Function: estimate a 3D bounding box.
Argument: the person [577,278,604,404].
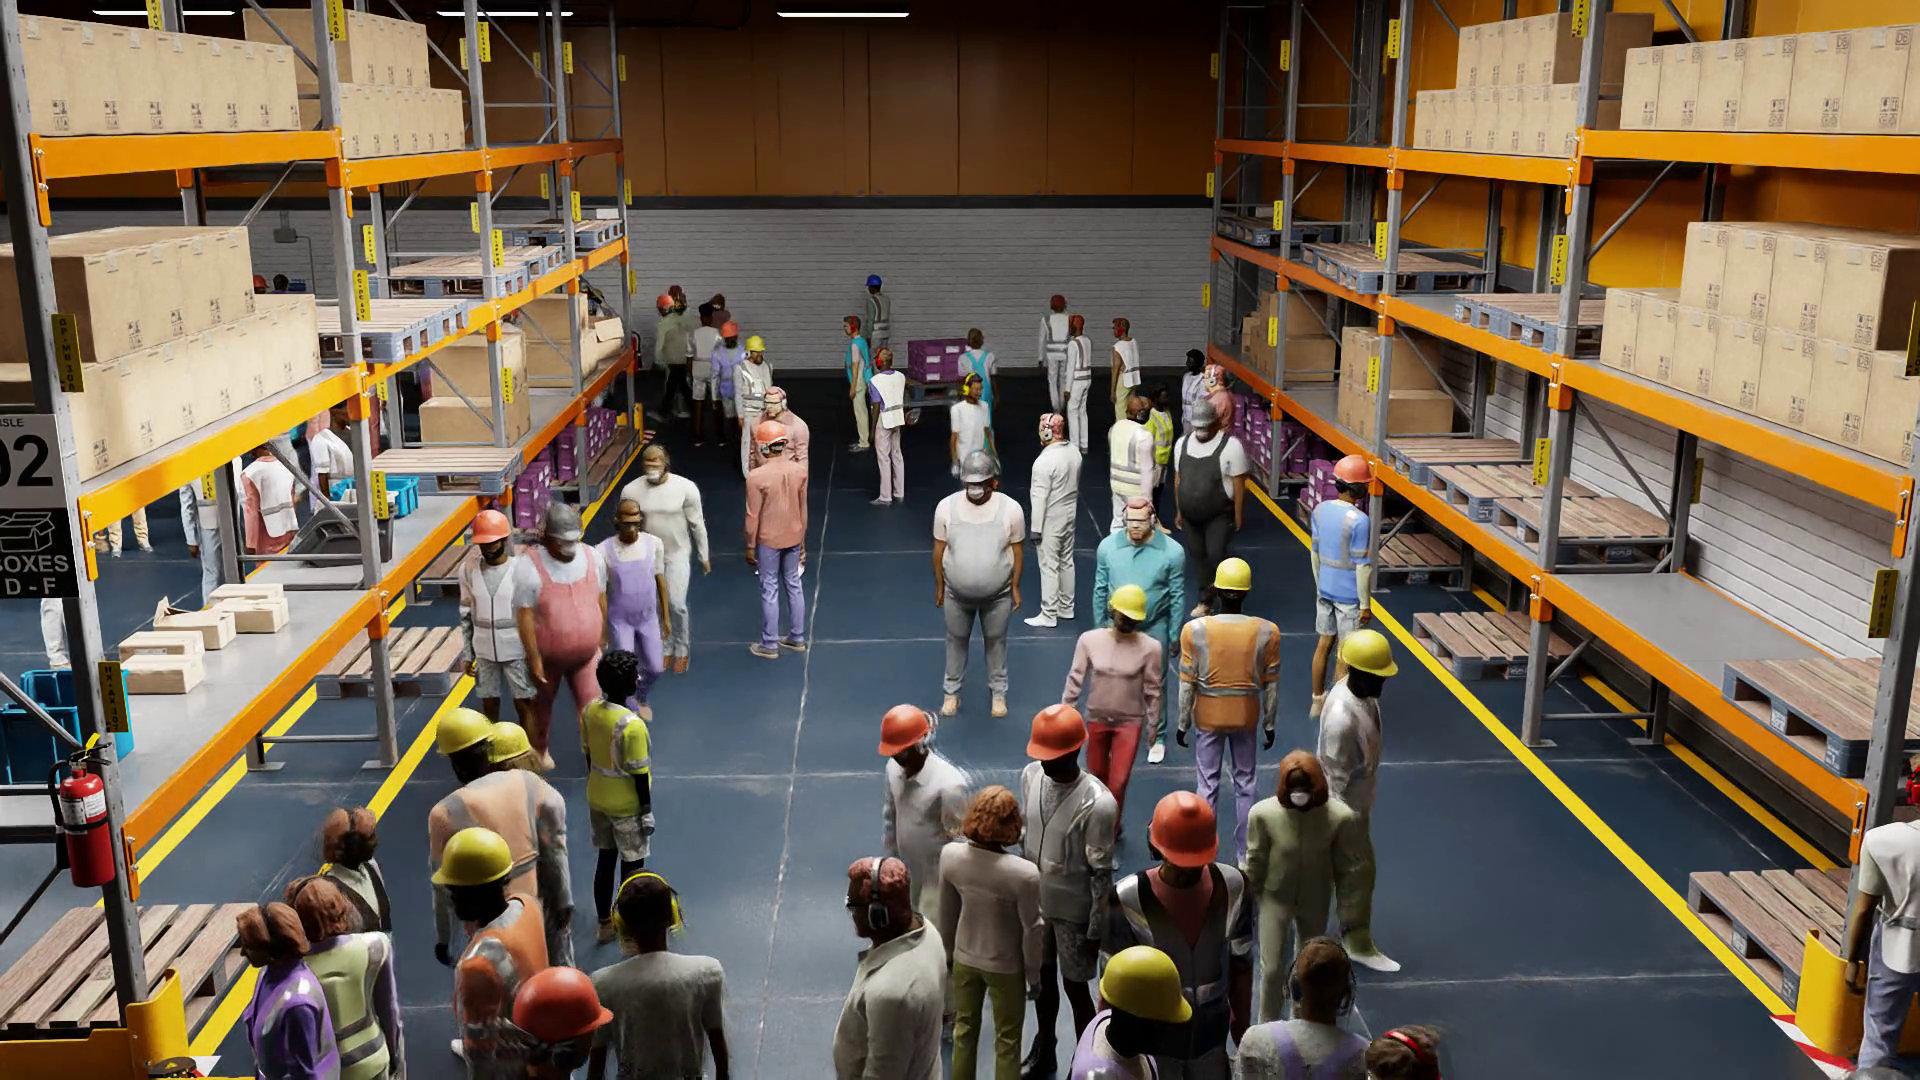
[{"bbox_3d":[-5.769,-2.977,25.406,0.683,2.000,0.538,11,18,36],"label":"person"}]

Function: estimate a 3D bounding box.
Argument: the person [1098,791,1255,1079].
[{"bbox_3d":[0.830,1.895,6.318,0.612,2.029,0.407,-3,15,-13],"label":"person"}]

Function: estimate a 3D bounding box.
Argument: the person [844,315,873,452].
[{"bbox_3d":[-1.364,-2.106,22.409,0.390,1.835,0.561,0,14,0],"label":"person"}]

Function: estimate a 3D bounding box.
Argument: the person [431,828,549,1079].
[{"bbox_3d":[-1.716,1.975,6.224,0.400,1.918,0.582,2,14,7],"label":"person"}]

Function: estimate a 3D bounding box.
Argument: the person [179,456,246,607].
[{"bbox_3d":[-6.406,-0.089,14.340,0.398,1.909,0.599,9,17,32],"label":"person"}]

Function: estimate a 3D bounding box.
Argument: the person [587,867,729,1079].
[{"bbox_3d":[-1.073,2.082,5.957,0.519,1.837,0.807,-1,14,-4],"label":"person"}]

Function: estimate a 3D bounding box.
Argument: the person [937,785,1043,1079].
[{"bbox_3d":[0.135,1.850,7.268,0.501,1.633,0.281,8,17,30],"label":"person"}]

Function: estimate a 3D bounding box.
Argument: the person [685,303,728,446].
[{"bbox_3d":[-3.448,-2.264,22.783,0.607,1.956,0.394,0,14,0],"label":"person"}]

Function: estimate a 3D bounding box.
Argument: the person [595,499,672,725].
[{"bbox_3d":[-2.342,0.568,11.918,0.571,1.824,0.477,-7,16,-26],"label":"person"}]

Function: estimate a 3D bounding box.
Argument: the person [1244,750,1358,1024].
[{"bbox_3d":[1.594,1.723,7.849,0.516,1.597,0.571,1,14,2],"label":"person"}]

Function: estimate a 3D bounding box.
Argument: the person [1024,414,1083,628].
[{"bbox_3d":[0.813,-0.177,14.700,0.399,1.900,0.644,9,17,33],"label":"person"}]

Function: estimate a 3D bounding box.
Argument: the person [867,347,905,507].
[{"bbox_3d":[-0.832,-1.303,19.221,0.374,1.843,0.569,11,18,36],"label":"person"}]

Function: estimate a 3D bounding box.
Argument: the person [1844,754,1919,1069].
[{"bbox_3d":[4.068,1.800,7.067,0.562,1.836,0.396,3,15,11],"label":"person"}]

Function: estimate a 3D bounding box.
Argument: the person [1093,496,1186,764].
[{"bbox_3d":[1.235,0.620,11.575,0.650,1.899,0.399,5,15,19],"label":"person"}]

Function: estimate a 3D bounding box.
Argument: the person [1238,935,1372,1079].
[{"bbox_3d":[1.124,2.222,5.499,0.534,1.809,0.916,6,15,22],"label":"person"}]

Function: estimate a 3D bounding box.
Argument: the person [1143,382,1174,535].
[{"bbox_3d":[2.101,-0.845,17.722,0.316,1.696,0.540,8,16,29],"label":"person"}]

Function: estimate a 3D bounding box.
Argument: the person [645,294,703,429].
[{"bbox_3d":[-4.180,-2.589,24.103,1.093,1.924,0.605,6,16,23],"label":"person"}]

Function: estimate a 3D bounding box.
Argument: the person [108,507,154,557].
[{"bbox_3d":[-8.602,-0.710,17.078,0.566,1.751,0.329,-10,17,-35],"label":"person"}]

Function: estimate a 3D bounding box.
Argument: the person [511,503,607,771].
[{"bbox_3d":[-2.678,0.648,11.177,0.691,2.000,1.021,-9,17,-32],"label":"person"}]

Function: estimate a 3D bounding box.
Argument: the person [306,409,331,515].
[{"bbox_3d":[-7.229,-1.153,18.819,0.355,1.757,0.525,-3,15,-12],"label":"person"}]

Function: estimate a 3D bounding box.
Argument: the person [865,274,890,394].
[{"bbox_3d":[-1.352,-3.336,27.027,0.413,1.938,0.595,7,16,27],"label":"person"}]

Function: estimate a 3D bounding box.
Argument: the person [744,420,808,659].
[{"bbox_3d":[-1.536,-0.009,13.871,0.614,1.987,0.408,-14,20,-43],"label":"person"}]

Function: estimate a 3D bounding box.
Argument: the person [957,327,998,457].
[{"bbox_3d":[0.226,-1.782,21.141,0.530,1.826,0.539,-1,14,-4],"label":"person"}]

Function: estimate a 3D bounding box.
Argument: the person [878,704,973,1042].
[{"bbox_3d":[-0.178,1.603,8.051,0.420,1.719,0.587,-10,18,-35],"label":"person"}]

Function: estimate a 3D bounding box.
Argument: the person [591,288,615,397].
[{"bbox_3d":[-5.750,-3.122,26.547,0.356,1.773,0.555,10,18,35],"label":"person"}]

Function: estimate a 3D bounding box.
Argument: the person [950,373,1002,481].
[{"bbox_3d":[0.171,-0.818,17.332,0.538,1.846,0.548,13,19,42],"label":"person"}]

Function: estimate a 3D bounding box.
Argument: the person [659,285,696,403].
[{"bbox_3d":[-4.460,-3.056,26.075,0.586,1.861,0.602,5,15,18],"label":"person"}]

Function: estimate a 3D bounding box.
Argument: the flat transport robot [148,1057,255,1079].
[{"bbox_3d":[-3.329,2.625,6.941,0.652,0.197,1.431,0,14,0],"label":"flat transport robot"}]

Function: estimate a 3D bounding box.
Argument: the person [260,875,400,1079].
[{"bbox_3d":[-2.413,2.063,6.436,0.516,1.631,0.331,-10,17,-34],"label":"person"}]

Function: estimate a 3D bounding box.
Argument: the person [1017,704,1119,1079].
[{"bbox_3d":[0.445,1.643,7.508,0.389,1.925,0.550,-13,19,-41],"label":"person"}]

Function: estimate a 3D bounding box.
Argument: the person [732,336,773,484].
[{"bbox_3d":[-2.492,-1.587,20.362,0.404,1.833,0.589,13,19,41],"label":"person"}]

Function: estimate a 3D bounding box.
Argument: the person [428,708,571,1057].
[{"bbox_3d":[-2.063,1.665,7.539,0.968,1.872,0.622,10,17,33],"label":"person"}]
